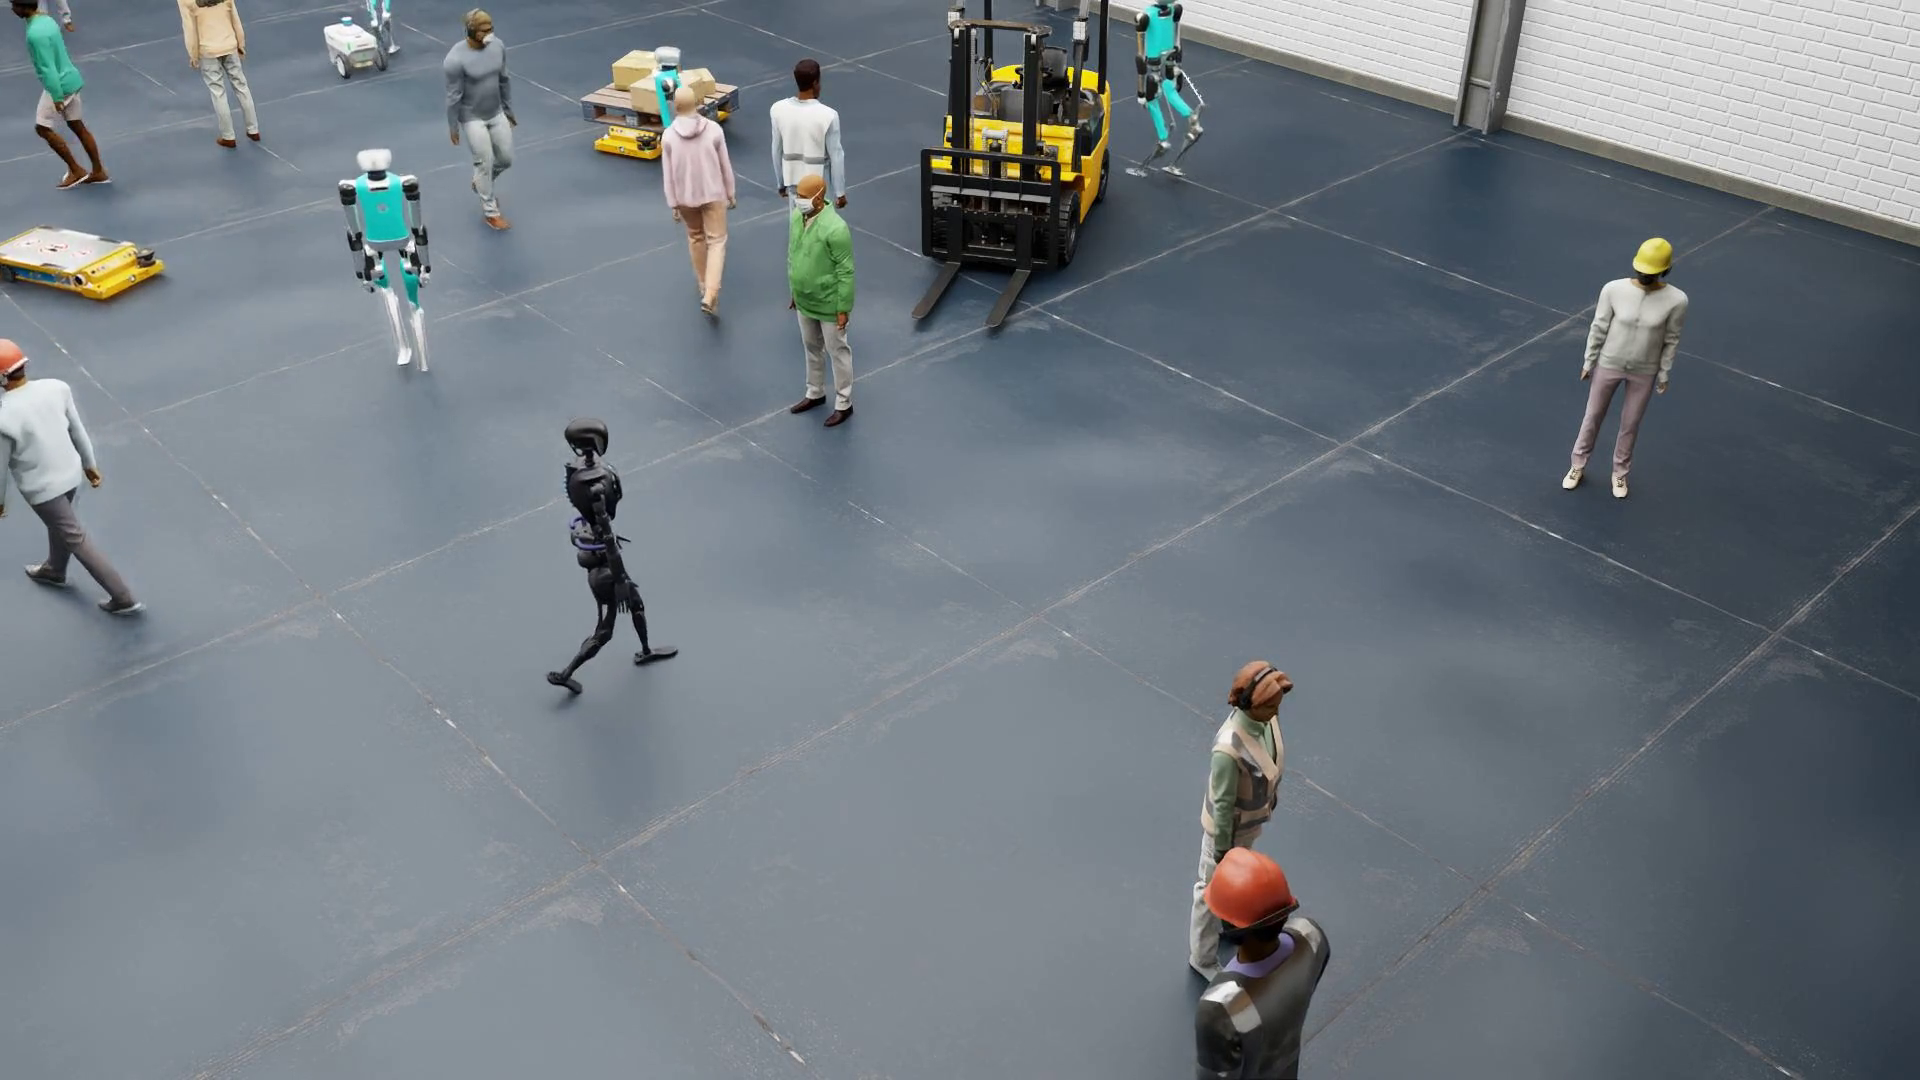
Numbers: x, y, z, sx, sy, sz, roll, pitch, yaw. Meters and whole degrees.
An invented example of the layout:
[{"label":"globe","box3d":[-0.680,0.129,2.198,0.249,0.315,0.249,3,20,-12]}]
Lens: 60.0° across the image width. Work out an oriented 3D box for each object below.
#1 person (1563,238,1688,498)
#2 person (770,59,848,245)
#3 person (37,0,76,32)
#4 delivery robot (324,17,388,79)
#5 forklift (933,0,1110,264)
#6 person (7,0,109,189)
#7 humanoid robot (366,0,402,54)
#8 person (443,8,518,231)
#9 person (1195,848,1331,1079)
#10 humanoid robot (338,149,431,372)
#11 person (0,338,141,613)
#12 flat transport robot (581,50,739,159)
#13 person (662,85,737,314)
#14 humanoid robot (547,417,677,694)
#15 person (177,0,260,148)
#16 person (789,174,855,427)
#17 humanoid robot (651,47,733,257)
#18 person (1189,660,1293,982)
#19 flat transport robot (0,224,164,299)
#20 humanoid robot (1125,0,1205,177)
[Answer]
[{"label":"person","box3d":[4.193,-1.075,10.454,0.532,1.765,0.320,11,35,17]},{"label":"person","box3d":[-1.168,-2.760,12.906,0.596,1.915,0.371,14,36,20]},{"label":"person","box3d":[-10.618,-6.691,19.185,0.470,1.650,0.308,-18,37,-25]},{"label":"delivery robot","box3d":[-6.653,-5.401,18.224,0.499,0.607,0.790,-23,40,-31]},{"label":"forklift","box3d":[0.570,-3.725,14.138,1.214,2.155,2.313,9,34,13]},{"label":"person","box3d":[-8.186,-4.059,14.980,0.583,1.826,0.542,-6,34,-9]},{"label":"humanoid robot","box3d":[-6.457,-6.160,18.343,0.557,1.821,0.762,-2,33,-3]},{"label":"person","box3d":[-4.135,-3.621,14.240,0.625,1.909,0.656,23,39,31]},{"label":"person","box3d":[0.940,1.862,5.699,0.399,2.032,0.605,28,43,36]},{"label":"humanoid robot","box3d":[-4.052,-1.993,11.926,0.535,1.809,0.804,-9,34,-14]},{"label":"person","box3d":[-5.182,-0.360,9.411,0.910,1.702,0.572,9,34,13]},{"label":"flat transport robot","box3d":[-2.950,-4.131,16.523,0.659,0.231,1.431,15,36,21]},{"label":"person","box3d":[-2.005,-2.604,12.814,0.532,1.760,0.806,1,33,1]},{"label":"humanoid robot","box3d":[-1.919,0.075,8.814,0.740,1.644,0.590,-12,35,-17]},{"label":"person","box3d":[-7.115,-4.708,15.937,0.394,1.875,0.566,28,42,35]},{"label":"person","box3d":[-0.946,-1.631,11.291,0.544,1.782,0.384,26,41,34]},{"label":"humanoid robot","box3d":[-2.122,-3.175,13.695,0.700,1.772,0.545,-7,34,-11]},{"label":"person","box3d":[1.185,1.191,7.085,0.310,1.638,0.512,17,37,24]},{"label":"flat transport robot","box3d":[-7.364,-2.294,13.699,1.431,0.231,0.659,13,35,19]},{"label":"humanoid robot","box3d":[1.898,-4.081,15.095,0.552,1.763,0.911,-24,40,-32]}]
